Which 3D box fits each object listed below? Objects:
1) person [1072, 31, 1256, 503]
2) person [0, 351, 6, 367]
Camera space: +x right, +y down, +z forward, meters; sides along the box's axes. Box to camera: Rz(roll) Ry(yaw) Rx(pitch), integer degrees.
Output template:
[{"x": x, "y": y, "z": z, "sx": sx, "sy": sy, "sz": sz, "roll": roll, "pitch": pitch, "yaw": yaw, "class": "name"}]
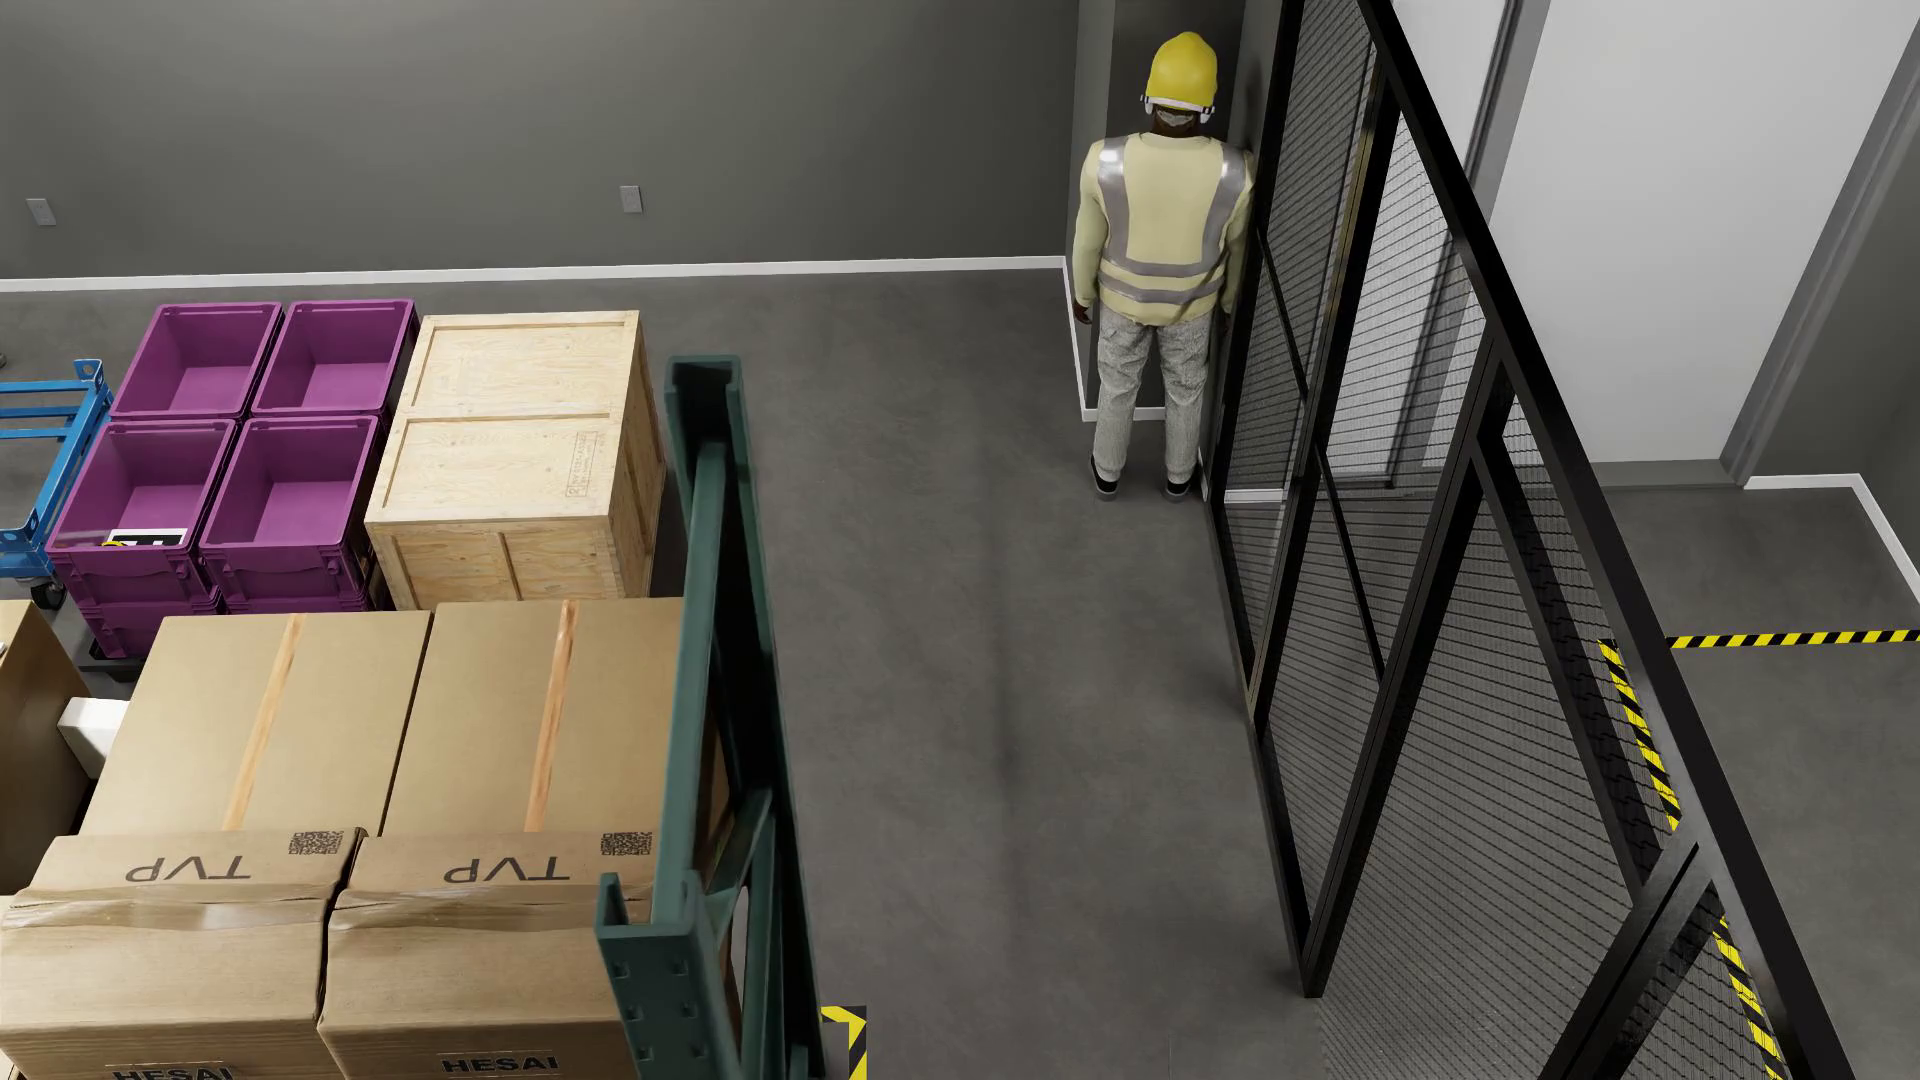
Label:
[{"x": 0.679, "y": -0.866, "z": 5.655, "sx": 0.601, "sy": 1.830, "sz": 0.404, "roll": 4, "pitch": 46, "yaw": 4, "class": "person"}, {"x": -4.025, "y": -1.271, "z": 5.970, "sx": 0.352, "sy": 1.937, "sz": 0.635, "roll": -3, "pitch": 46, "yaw": -3, "class": "person"}]
